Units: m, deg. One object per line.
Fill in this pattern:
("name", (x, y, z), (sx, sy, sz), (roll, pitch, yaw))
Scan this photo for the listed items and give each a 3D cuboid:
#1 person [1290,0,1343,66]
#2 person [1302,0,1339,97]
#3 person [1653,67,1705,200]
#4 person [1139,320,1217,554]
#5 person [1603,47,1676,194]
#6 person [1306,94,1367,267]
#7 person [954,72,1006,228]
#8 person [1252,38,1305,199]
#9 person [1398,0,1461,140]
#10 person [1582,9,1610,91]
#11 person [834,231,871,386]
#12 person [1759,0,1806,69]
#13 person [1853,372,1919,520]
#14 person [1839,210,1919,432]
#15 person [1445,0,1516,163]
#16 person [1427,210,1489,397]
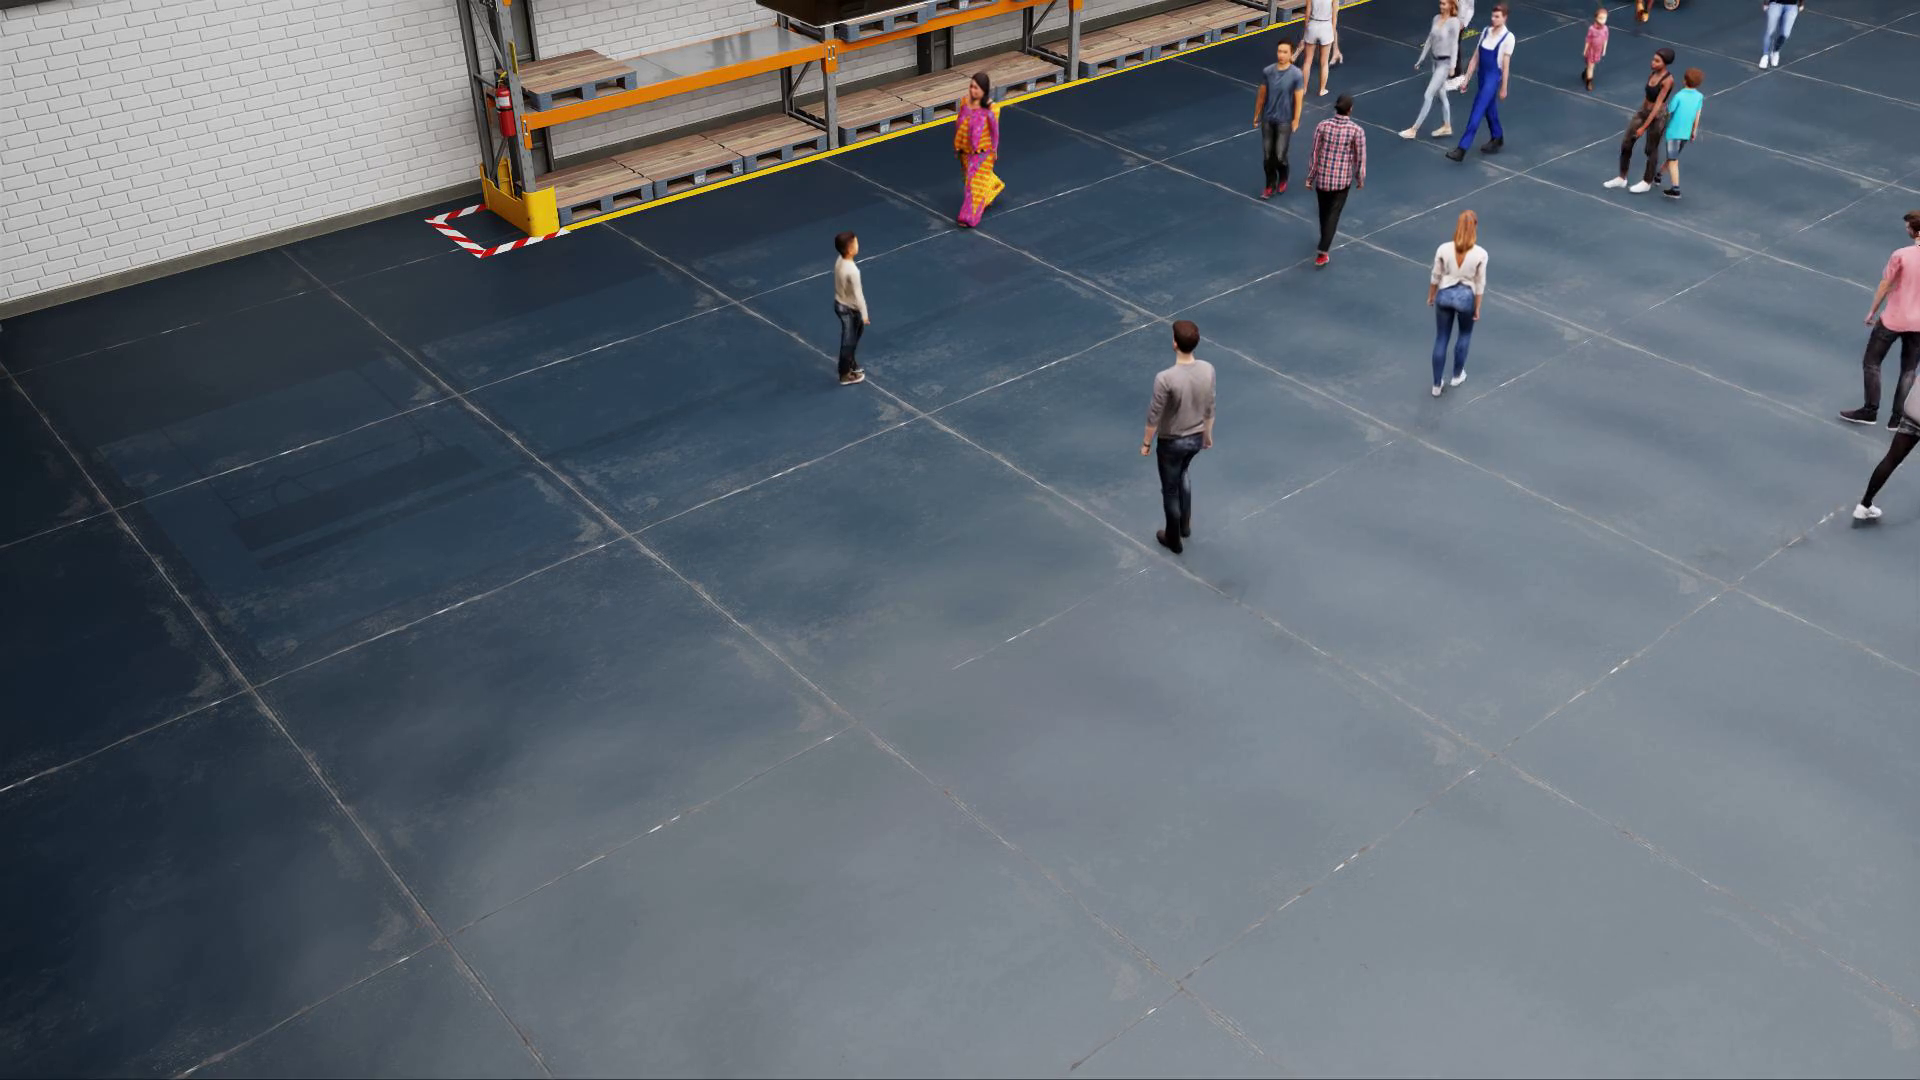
("person", (4.963, -7.204, 22.328), (1.231, 1.731, 0.889), (-11, 35, -17))
("person", (4.634, -6.551, 21.464), (0.658, 1.601, 0.685), (11, 35, 16))
("person", (8.066, -4.523, 18.579), (0.970, 1.417, 0.877), (-9, 35, -13))
("person", (1.692, -0.710, 12.409), (0.654, 1.897, 0.832), (-15, 36, -21))
("person", (7.802, -4.669, 18.565), (0.844, 1.674, 0.740), (-7, 34, -11))
("person", (3.800, -3.648, 16.984), (0.985, 1.726, 1.234), (17, 37, 23))
("person", (0.213, -4.256, 17.963), (0.789, 1.653, 1.156), (24, 40, 31))
("person", (3.562, -4.705, 18.508), (0.751, 1.798, 0.772), (18, 38, 25))
("person", (5.863, -5.717, 20.066), (1.095, 1.758, 0.849), (-10, 35, -14))
("person", (8.359, -6.485, 21.901), (0.701, 1.006, 0.754), (2, 34, 3))
("person", (-1.059, -2.047, 14.819), (0.603, 1.456, 0.635), (-14, 36, -21))
("person", (11.086, -7.198, 22.417), (0.755, 1.622, 0.761), (12, 35, 17))
("person", (7.375, -0.890, 12.829), (1.227, 1.731, 0.884), (-12, 35, -17))
("person", (8.004, -1.837, 14.073), (0.832, 1.931, 0.878), (12, 35, 17))
("person", (6.262, -5.372, 19.512), (1.324, 1.797, 0.789), (-18, 38, -25))
("person", (4.327, -2.040, 14.573), (0.780, 1.715, 0.836), (15, 37, 22))
